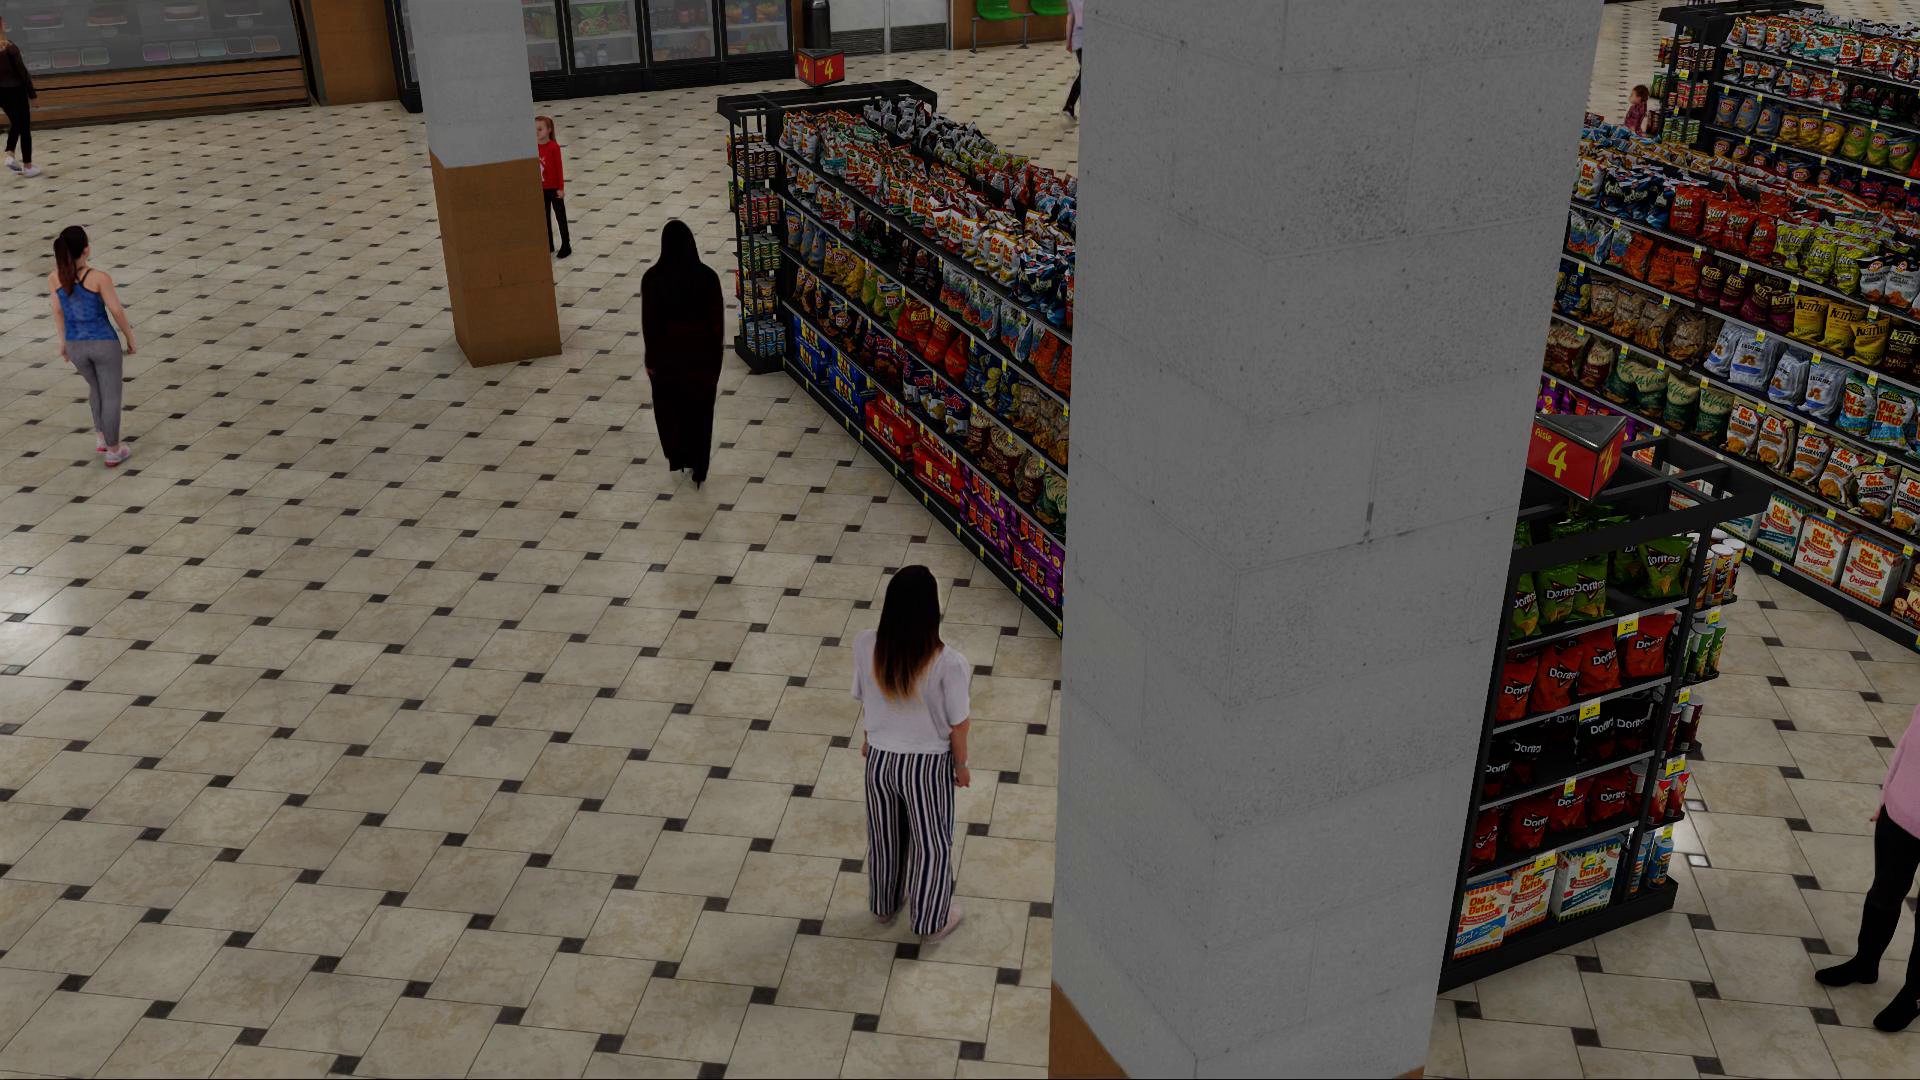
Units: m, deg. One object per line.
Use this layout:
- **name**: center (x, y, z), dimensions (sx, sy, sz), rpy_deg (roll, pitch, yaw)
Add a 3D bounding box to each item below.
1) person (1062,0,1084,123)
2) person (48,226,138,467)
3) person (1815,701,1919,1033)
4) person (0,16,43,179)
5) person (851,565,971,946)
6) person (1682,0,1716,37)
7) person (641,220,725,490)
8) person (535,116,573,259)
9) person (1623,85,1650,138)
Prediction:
- **person**: center (1.471, -5.921, 19.929), dimensions (1.264, 1.796, 1.088), rpy_deg (22, 34, 36)
- **person**: center (-5.717, -1.235, 10.908), dimensions (0.688, 1.598, 0.712), rpy_deg (0, 27, -1)
- **person**: center (3.673, 1.075, 6.252), dimensions (0.654, 1.688, 0.472), rpy_deg (-11, 29, -20)
- **person**: center (-10.058, -4.656, 17.550), dimensions (0.753, 1.692, 0.804), rpy_deg (5, 27, 9)
- **person**: center (-0.195, 0.869, 6.669), dimensions (0.761, 1.679, 0.846), rpy_deg (14, 30, 25)
- **person**: center (10.736, -8.027, 24.026), dimensions (0.703, 1.847, 0.766), rpy_deg (9, 28, 17)
- **person**: center (-1.731, -1.128, 10.533), dimensions (0.751, 1.746, 0.798), rpy_deg (-6, 28, -12)
- **person**: center (-3.750, -3.233, 15.197), dimensions (0.568, 1.282, 0.617), rpy_deg (6, 27, 11)
- **person**: center (7.138, -4.264, 17.530), dimensions (0.728, 1.011, 0.675), rpy_deg (9, 28, 17)
